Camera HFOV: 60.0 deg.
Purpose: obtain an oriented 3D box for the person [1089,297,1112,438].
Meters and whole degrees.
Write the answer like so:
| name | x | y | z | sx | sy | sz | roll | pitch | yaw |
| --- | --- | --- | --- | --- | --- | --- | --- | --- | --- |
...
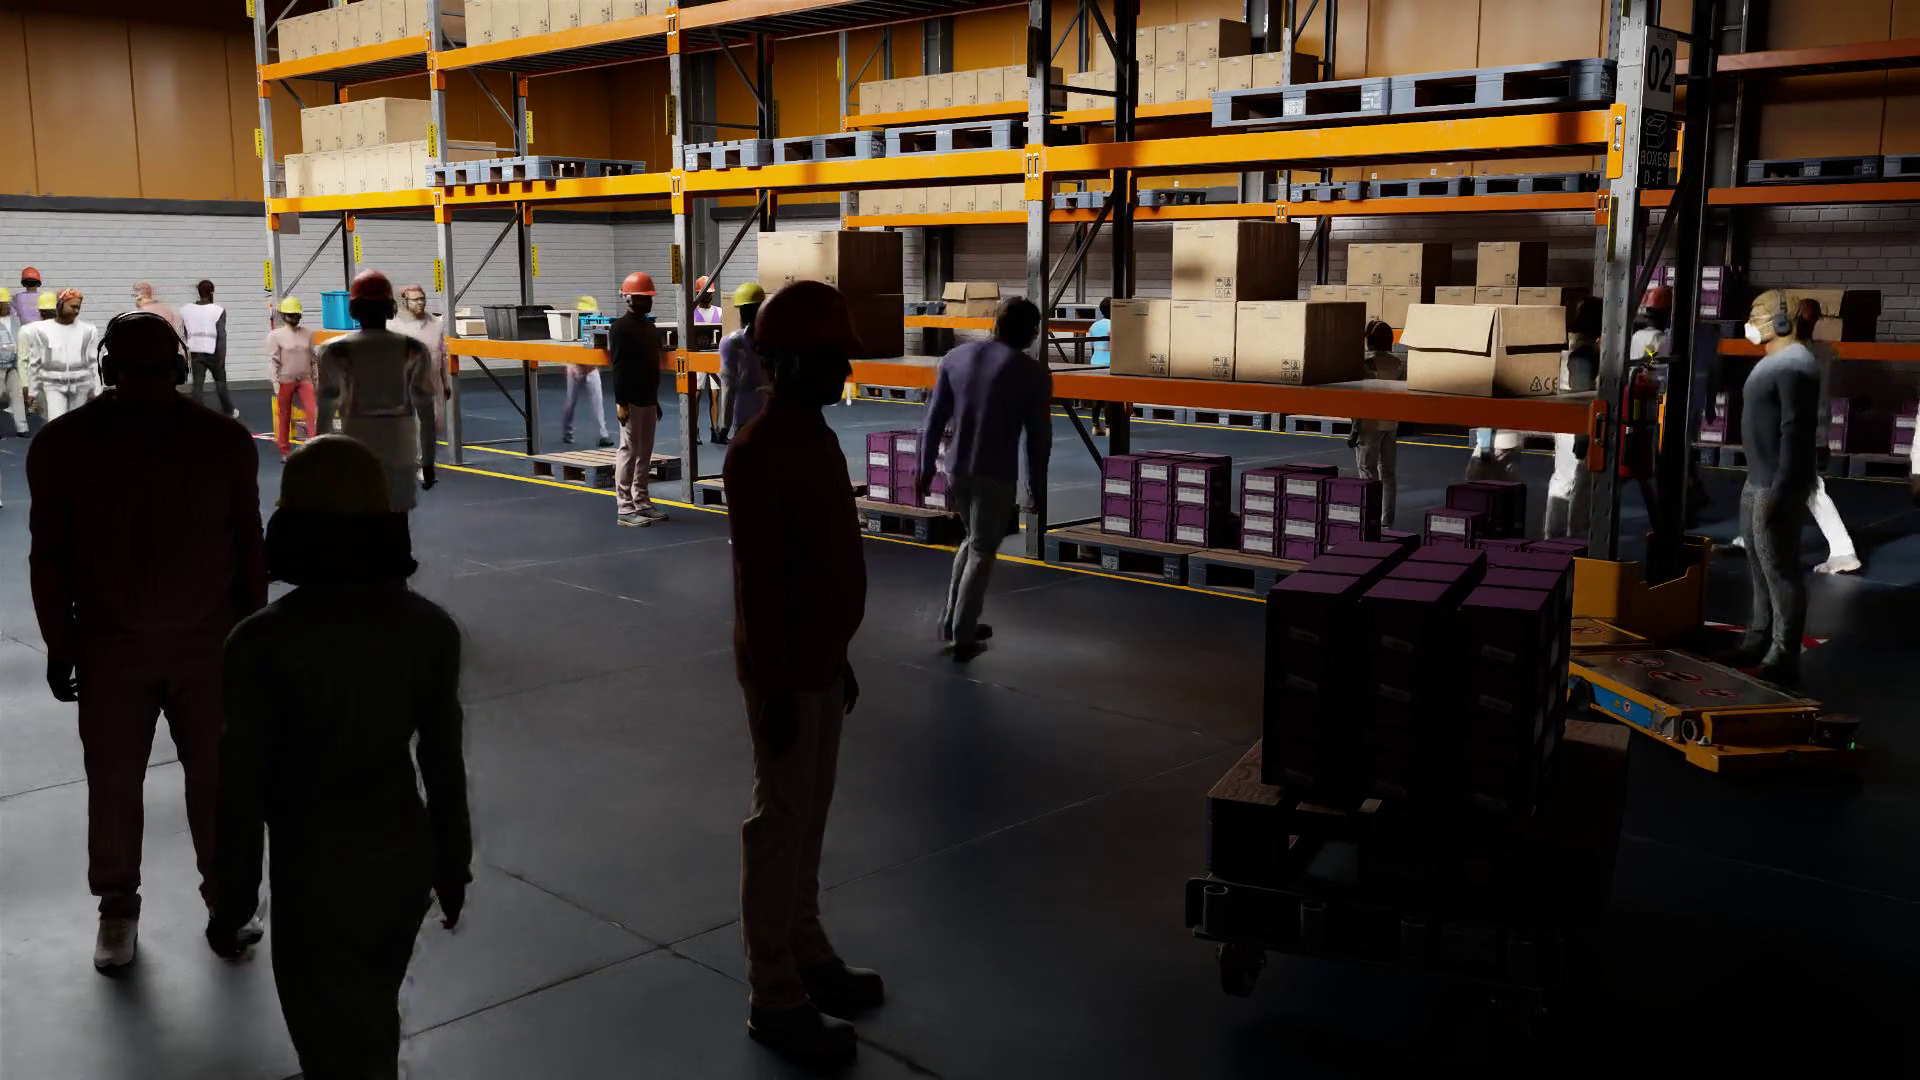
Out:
| name | x | y | z | sx | sy | sz | roll | pitch | yaw |
| --- | --- | --- | --- | --- | --- | --- | --- | --- | --- |
| person | 1.760 | -2.075 | 20.009 | 0.321 | 1.694 | 0.534 | -7 | 12 | -37 |

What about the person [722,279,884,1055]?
| name | x | y | z | sx | sy | sz | roll | pitch | yaw |
| --- | --- | --- | --- | --- | --- | --- | --- | --- | --- |
| person | -0.415 | 0.321 | 4.381 | 0.376 | 1.995 | 0.611 | 2 | 9 | 11 |

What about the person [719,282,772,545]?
| name | x | y | z | sx | sy | sz | roll | pitch | yaw |
| --- | --- | --- | --- | --- | --- | --- | --- | --- | --- |
| person | -1.492 | -0.902 | 12.097 | 0.593 | 1.922 | 0.386 | -7 | 11 | -36 |

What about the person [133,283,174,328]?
| name | x | y | z | sx | sy | sz | roll | pitch | yaw |
| --- | --- | --- | --- | --- | --- | --- | --- | --- | --- |
| person | -9.714 | -2.170 | 20.114 | 0.753 | 1.845 | 0.665 | 1 | 9 | 5 |

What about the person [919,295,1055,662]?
| name | x | y | z | sx | sy | sz | roll | pitch | yaw |
| --- | --- | --- | --- | --- | --- | --- | --- | --- | --- |
| person | 0.156 | -0.316 | 8.639 | 0.719 | 1.886 | 0.589 | 6 | 11 | 35 |

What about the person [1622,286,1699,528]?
| name | x | y | z | sx | sy | sz | roll | pitch | yaw |
| --- | --- | --- | --- | --- | --- | --- | --- | --- | --- |
| person | 5.274 | -1.006 | 12.827 | 0.941 | 1.904 | 0.556 | 0 | 9 | -2 |

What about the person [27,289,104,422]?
| name | x | y | z | sx | sy | sz | roll | pitch | yaw |
| --- | --- | --- | --- | --- | --- | --- | --- | --- | --- |
| person | -8.064 | -1.337 | 15.036 | 0.622 | 1.835 | 0.940 | -7 | 11 | -35 |

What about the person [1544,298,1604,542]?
| name | x | y | z | sx | sy | sz | roll | pitch | yaw |
| --- | --- | --- | --- | --- | --- | --- | --- | --- | --- |
| person | 4.341 | -0.767 | 11.664 | 0.438 | 1.834 | 0.671 | 2 | 9 | 10 |

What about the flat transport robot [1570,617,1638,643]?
| name | x | y | z | sx | sy | sz | roll | pitch | yaw |
| --- | --- | --- | --- | --- | --- | --- | --- | --- | --- |
| flat transport robot | 2.746 | 0.552 | 8.240 | 1.431 | 0.197 | 0.652 | -2 | 9 | -10 |

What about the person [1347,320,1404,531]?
| name | x | y | z | sx | sy | sz | roll | pitch | yaw |
| --- | --- | --- | --- | --- | --- | --- | --- | --- | --- |
| person | 3.109 | -0.816 | 12.442 | 0.514 | 1.641 | 0.307 | -7 | 12 | -38 |

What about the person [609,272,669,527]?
| name | x | y | z | sx | sy | sz | roll | pitch | yaw |
| --- | --- | --- | --- | --- | --- | --- | --- | --- | --- |
| person | -2.530 | -1.108 | 13.148 | 0.395 | 1.992 | 0.622 | 3 | 10 | 17 |

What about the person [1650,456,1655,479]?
| name | x | y | z | sx | sy | sz | roll | pitch | yaw |
| --- | --- | --- | --- | --- | --- | --- | --- | --- | --- |
| person | 6.777 | -1.508 | 16.043 | 0.566 | 1.849 | 0.389 | -9 | 13 | -43 |

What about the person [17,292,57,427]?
| name | x | y | z | sx | sy | sz | roll | pitch | yaw |
| --- | --- | --- | --- | --- | --- | --- | --- | --- | --- |
| person | -9.123 | -1.590 | 16.740 | 0.603 | 1.781 | 0.920 | -5 | 11 | -30 |

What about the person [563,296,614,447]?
| name | x | y | z | sx | sy | sz | roll | pitch | yaw |
| --- | --- | --- | --- | --- | --- | --- | --- | --- | --- |
| person | -4.315 | -1.931 | 19.067 | 0.528 | 1.711 | 0.944 | -8 | 12 | -39 |

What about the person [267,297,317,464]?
| name | x | y | z | sx | sy | sz | roll | pitch | yaw |
| --- | --- | --- | --- | --- | --- | --- | --- | --- | --- |
| person | -6.758 | -1.602 | 16.978 | 0.887 | 1.718 | 0.552 | 8 | 13 | 42 |

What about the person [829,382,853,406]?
| name | x | y | z | sx | sy | sz | roll | pitch | yaw |
| --- | --- | --- | --- | --- | --- | --- | --- | --- | --- |
| person | -1.794 | -2.792 | 24.576 | 0.507 | 1.631 | 0.270 | -3 | 10 | -20 |

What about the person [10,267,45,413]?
| name | x | y | z | sx | sy | sz | roll | pitch | yaw |
| --- | --- | --- | --- | --- | --- | --- | --- | --- | --- |
| person | -13.021 | -2.816 | 23.454 | 0.615 | 2.047 | 0.356 | -1 | 9 | -9 |

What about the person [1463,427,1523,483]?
| name | x | y | z | sx | sy | sz | roll | pitch | yaw |
| --- | --- | --- | --- | --- | --- | --- | --- | --- | --- |
| person | 3.729 | -0.669 | 11.602 | 0.515 | 1.623 | 0.361 | -9 | 13 | -43 |

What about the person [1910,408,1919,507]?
| name | x | y | z | sx | sy | sz | roll | pitch | yaw |
| --- | --- | --- | --- | --- | --- | --- | --- | --- | --- |
| person | 5.407 | -0.381 | 8.834 | 0.625 | 1.961 | 0.925 | 5 | 11 | 30 |

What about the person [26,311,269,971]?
| name | x | y | z | sx | sy | sz | roll | pitch | yaw |
| --- | --- | --- | --- | --- | --- | --- | --- | --- | --- |
| person | -2.356 | 0.284 | 4.900 | 0.638 | 1.903 | 0.408 | -6 | 11 | -33 |

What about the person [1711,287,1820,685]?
| name | x | y | z | sx | sy | sz | roll | pitch | yaw |
| --- | --- | --- | --- | --- | --- | --- | --- | --- | --- |
| person | 3.978 | -0.262 | 8.138 | 0.358 | 1.937 | 0.635 | 2 | 10 | 14 |

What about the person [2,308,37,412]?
| name | x | y | z | sx | sy | sz | roll | pitch | yaw |
| --- | --- | --- | --- | --- | --- | --- | --- | --- | --- |
| person | -13.392 | -2.640 | 23.675 | 0.518 | 1.613 | 0.598 | 6 | 11 | 31 |

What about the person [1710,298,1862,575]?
| name | x | y | z | sx | sy | sz | roll | pitch | yaw |
| --- | --- | --- | --- | --- | --- | --- | --- | --- | --- |
| person | 5.650 | -0.702 | 11.185 | 0.584 | 1.837 | 1.026 | -9 | 13 | -43 |

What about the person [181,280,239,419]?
| name | x | y | z | sx | sy | sz | roll | pitch | yaw |
| --- | --- | --- | --- | --- | --- | --- | --- | --- | --- |
| person | -9.720 | -2.412 | 21.551 | 0.594 | 1.865 | 0.995 | 0 | 9 | -2 |

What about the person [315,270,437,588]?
| name | x | y | z | sx | sy | sz | roll | pitch | yaw |
| --- | --- | --- | --- | --- | --- | --- | --- | --- | --- |
| person | -3.289 | -0.496 | 9.339 | 0.623 | 2.000 | 0.944 | -5 | 11 | -29 |

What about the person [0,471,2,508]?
| name | x | y | z | sx | sy | sz | roll | pitch | yaw |
| --- | --- | --- | --- | --- | --- | --- | --- | --- | --- |
| person | -8.187 | -1.042 | 13.827 | 0.307 | 1.641 | 0.512 | -2 | 10 | -13 |

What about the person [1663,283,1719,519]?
| name | x | y | z | sx | sy | sz | roll | pitch | yaw |
| --- | --- | --- | --- | --- | --- | --- | --- | --- | --- |
| person | 5.816 | -1.114 | 13.436 | 0.553 | 1.909 | 0.442 | -4 | 10 | -24 |

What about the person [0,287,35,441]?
| name | x | y | z | sx | sy | sz | roll | pitch | yaw |
| --- | --- | --- | --- | --- | --- | --- | --- | --- | --- |
| person | -11.315 | -2.067 | 19.654 | 0.567 | 1.826 | 0.599 | 3 | 10 | 20 |

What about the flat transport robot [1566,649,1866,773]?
| name | x | y | z | sx | sy | sz | roll | pitch | yaw |
| --- | --- | --- | --- | --- | --- | --- | --- | --- | --- |
| flat transport robot | 3.185 | 0.709 | 7.279 | 0.652 | 0.197 | 1.431 | -2 | 9 | -9 |

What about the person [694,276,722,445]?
| name | x | y | z | sx | sy | sz | roll | pitch | yaw |
| --- | --- | --- | --- | --- | --- | --- | --- | --- | --- |
| person | -2.922 | -2.059 | 19.153 | 0.550 | 1.937 | 0.357 | -5 | 11 | -29 |

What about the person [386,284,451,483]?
| name | x | y | z | sx | sy | sz | roll | pitch | yaw |
| --- | --- | --- | --- | --- | --- | --- | --- | --- | --- |
| person | -5.189 | -1.498 | 15.866 | 0.687 | 1.882 | 0.654 | 8 | 12 | 40 |

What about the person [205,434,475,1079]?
| name | x | y | z | sx | sy | sz | roll | pitch | yaw |
| --- | --- | --- | --- | --- | --- | --- | --- | --- | --- |
| person | -1.130 | 0.653 | 3.217 | 0.797 | 1.713 | 0.493 | 6 | 11 | 33 |
